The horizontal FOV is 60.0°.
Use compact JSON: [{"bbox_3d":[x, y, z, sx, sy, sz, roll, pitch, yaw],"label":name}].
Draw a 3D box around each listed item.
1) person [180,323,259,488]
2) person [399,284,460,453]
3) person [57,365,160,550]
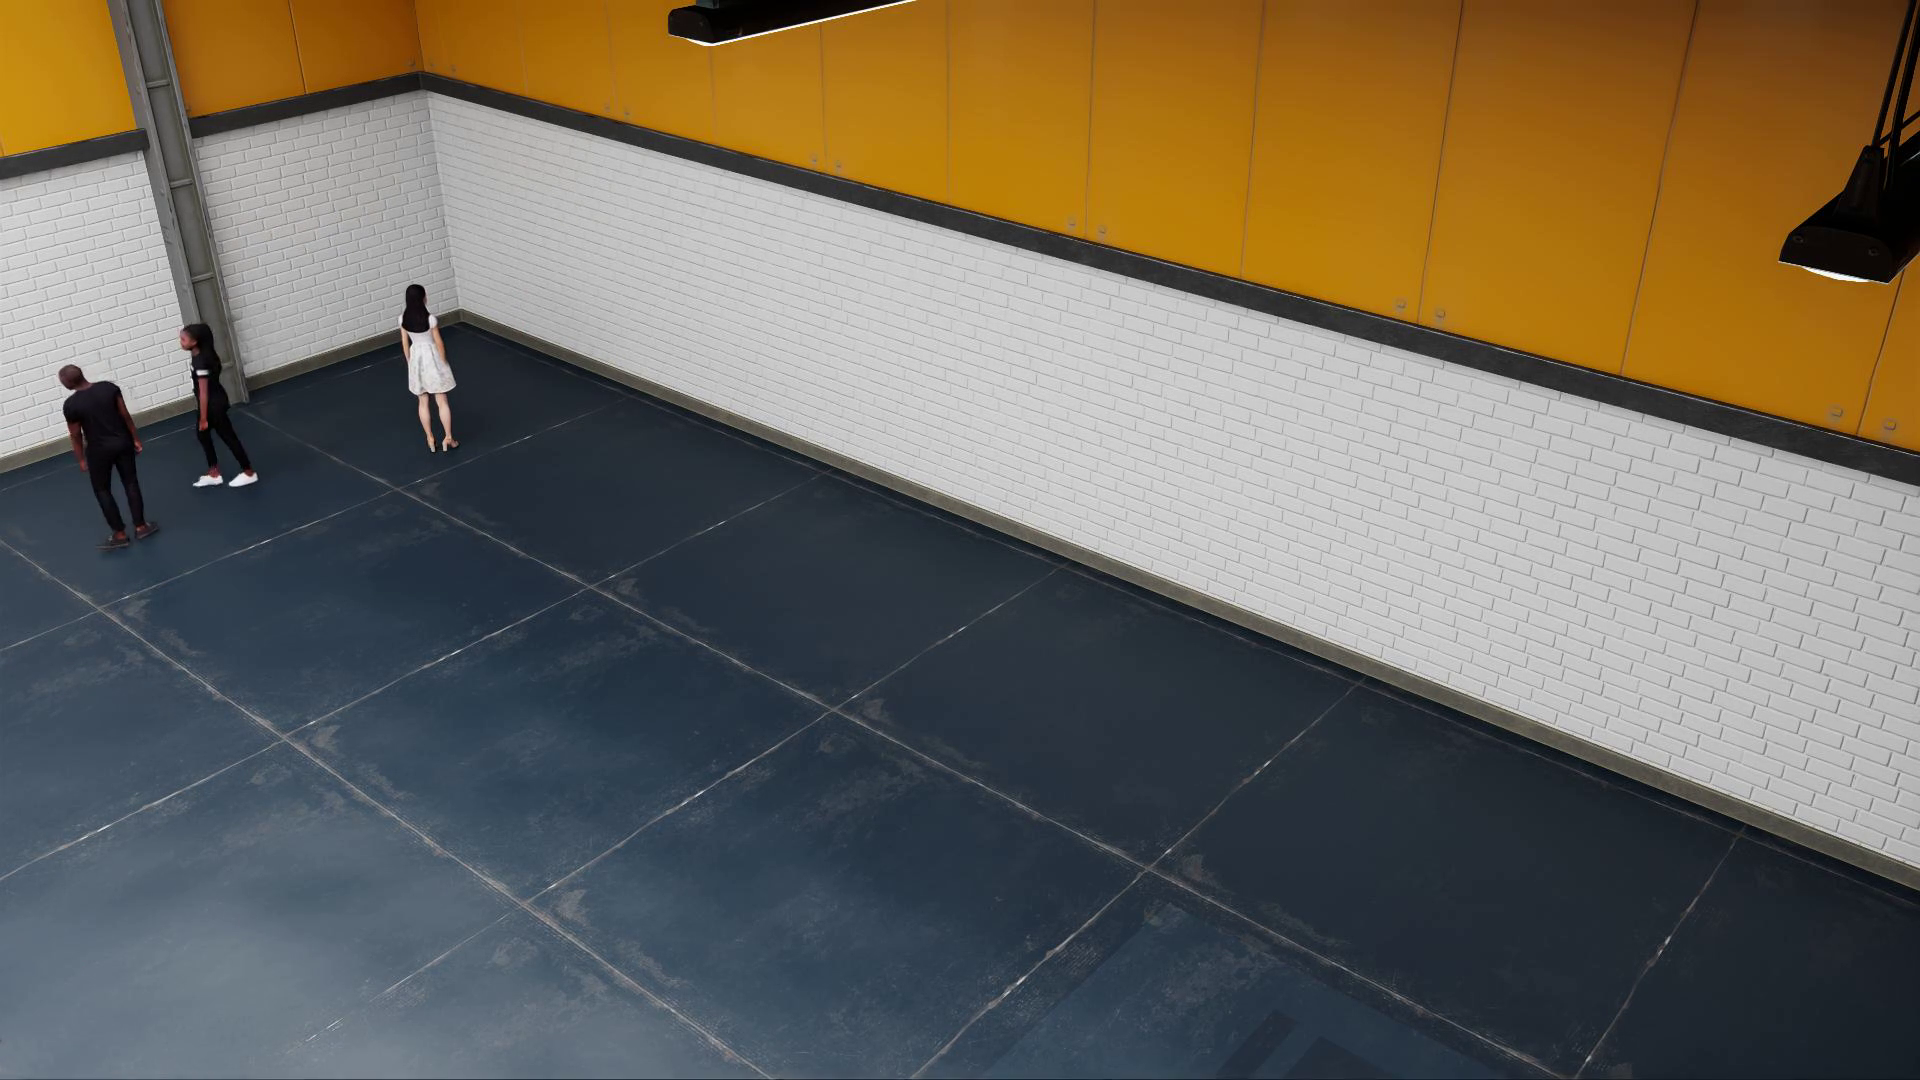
[{"bbox_3d":[-7.191,-1.310,16.213,0.946,1.716,0.832,-15,32,-25],"label":"person"},{"bbox_3d":[-5.425,-1.745,16.949,0.776,1.775,0.818,2,29,4],"label":"person"},{"bbox_3d":[-7.729,-0.811,15.221,0.552,1.790,0.862,-15,32,-25],"label":"person"}]
